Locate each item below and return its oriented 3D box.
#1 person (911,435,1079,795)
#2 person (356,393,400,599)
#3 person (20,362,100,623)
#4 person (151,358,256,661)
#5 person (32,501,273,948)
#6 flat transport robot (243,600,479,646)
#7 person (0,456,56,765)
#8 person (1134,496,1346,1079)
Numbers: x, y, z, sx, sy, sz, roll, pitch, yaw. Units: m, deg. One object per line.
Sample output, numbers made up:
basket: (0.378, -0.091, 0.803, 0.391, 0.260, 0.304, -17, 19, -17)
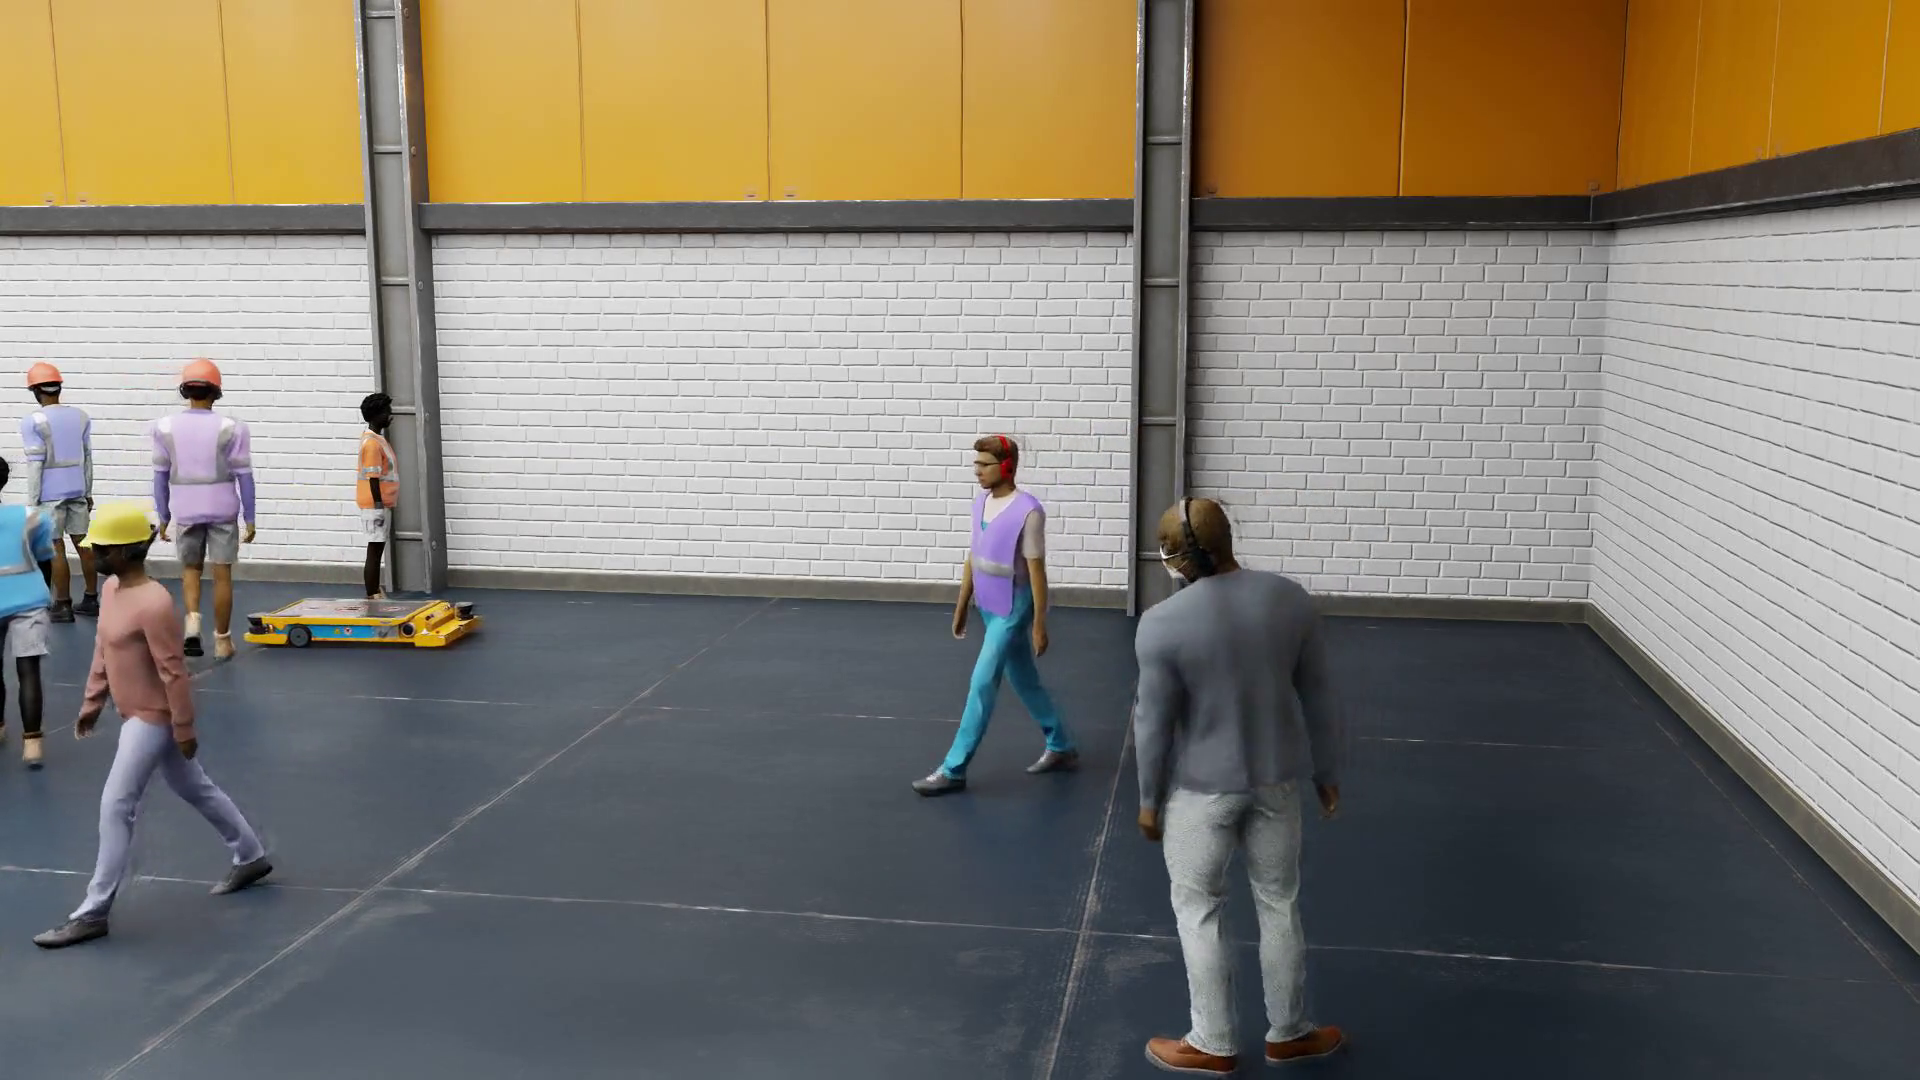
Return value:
person: (0.213, 0.360, 8.402, 0.988, 1.796, 0.589, -4, 10, -25)
person: (-4.395, -0.266, 12.569, 0.318, 1.691, 0.534, -3, 10, -18)
person: (-6.708, -0.350, 12.349, 0.381, 1.932, 0.556, 4, 10, 22)
person: (-4.985, -0.186, 11.016, 0.630, 2.033, 0.447, -2, 9, -9)
person: (-3.229, 0.683, 6.645, 0.942, 1.718, 0.532, -8, 12, -40)
flat transport robot: (-4.216, 0.575, 11.747, 1.431, 0.197, 0.652, 1, 9, 4)
person: (-5.096, 0.354, 8.870, 0.531, 1.648, 0.893, -6, 11, -32)
person: (0.932, 0.802, 5.375, 0.783, 1.906, 0.347, -3, 10, -16)
